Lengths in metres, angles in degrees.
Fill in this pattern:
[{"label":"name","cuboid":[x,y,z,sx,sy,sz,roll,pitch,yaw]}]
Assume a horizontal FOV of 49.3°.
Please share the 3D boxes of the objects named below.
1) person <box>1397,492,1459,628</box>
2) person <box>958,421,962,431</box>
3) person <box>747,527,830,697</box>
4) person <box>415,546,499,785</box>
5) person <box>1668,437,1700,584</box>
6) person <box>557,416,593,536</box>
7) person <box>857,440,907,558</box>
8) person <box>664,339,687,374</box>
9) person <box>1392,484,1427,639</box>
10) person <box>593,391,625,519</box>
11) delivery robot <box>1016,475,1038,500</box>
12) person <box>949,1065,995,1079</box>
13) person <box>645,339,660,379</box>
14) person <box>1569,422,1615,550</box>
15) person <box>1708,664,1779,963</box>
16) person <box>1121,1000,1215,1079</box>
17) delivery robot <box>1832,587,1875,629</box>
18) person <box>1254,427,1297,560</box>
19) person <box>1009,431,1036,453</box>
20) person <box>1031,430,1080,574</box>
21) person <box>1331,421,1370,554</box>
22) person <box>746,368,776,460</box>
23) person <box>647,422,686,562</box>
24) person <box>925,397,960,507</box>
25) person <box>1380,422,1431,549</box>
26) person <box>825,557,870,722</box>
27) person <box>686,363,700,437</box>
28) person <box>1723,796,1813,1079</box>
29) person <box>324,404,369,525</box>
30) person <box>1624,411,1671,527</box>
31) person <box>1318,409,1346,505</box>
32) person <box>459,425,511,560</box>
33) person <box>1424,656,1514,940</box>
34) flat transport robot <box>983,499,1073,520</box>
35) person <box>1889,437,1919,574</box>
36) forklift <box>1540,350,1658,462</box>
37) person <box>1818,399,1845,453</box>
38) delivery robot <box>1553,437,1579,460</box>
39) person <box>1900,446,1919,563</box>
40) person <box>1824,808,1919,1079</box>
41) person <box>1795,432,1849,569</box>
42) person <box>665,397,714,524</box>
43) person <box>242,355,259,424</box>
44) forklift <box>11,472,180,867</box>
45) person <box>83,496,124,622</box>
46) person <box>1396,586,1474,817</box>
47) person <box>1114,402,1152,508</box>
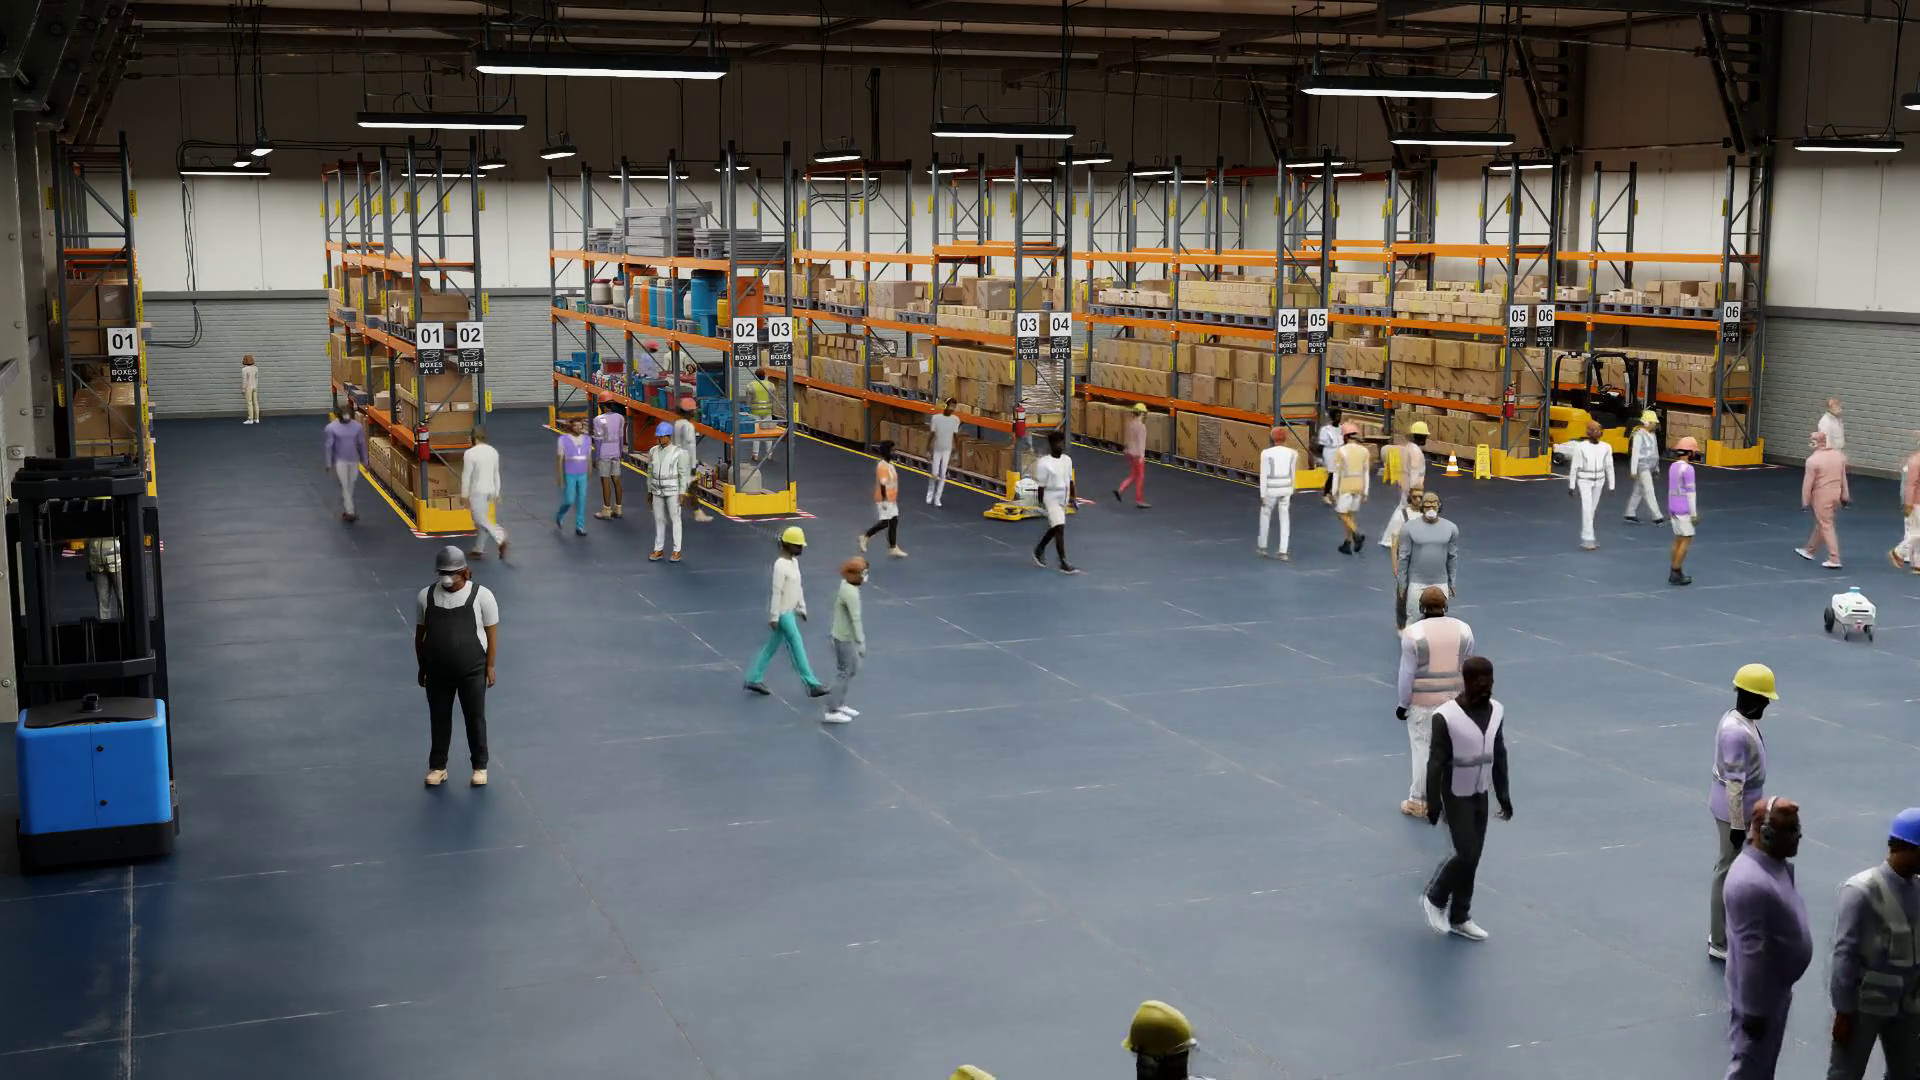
[{"label":"person","cuboid":[4.866,0.458,21.796,0.637,1.937,0.357,0,9,-1]},{"label":"person","cuboid":[0.025,-2.866,44.978,0.530,1.614,0.599,-4,9,-25]},{"label":"person","cuboid":[-1.715,0.715,20.848,0.949,1.704,0.532,2,9,11]},{"label":"person","cuboid":[-4.229,1.068,17.526,0.689,2.000,0.537,0,9,1]},{"label":"person","cuboid":[9.497,-0.394,27.492,0.411,1.927,0.581,-1,9,-3]},{"label":"person","cuboid":[-5.881,-0.991,31.864,0.565,1.825,0.529,-7,11,-38]},{"label":"person","cuboid":[-1.091,-0.586,29.583,0.627,1.682,0.543,2,9,15]},{"label":"person","cuboid":[-6.941,-3.934,50.942,0.631,1.980,0.409,-7,11,-39]},{"label":"person","cuboid":[5.111,0.271,23.496,0.528,1.796,0.934,-1,9,-5]},{"label":"person","cuboid":[-5.663,-1.369,33.627,0.375,2.044,0.607,6,11,36]},{"label":"delivery robot","cuboid":[1.132,-0.847,34.914,0.477,0.478,0.707,-1,8,-5]},{"label":"person","cuboid":[0.098,2.716,7.444,0.524,1.733,0.864,-3,9,-19]},{"label":"person","cuboid":[-7.731,-4.034,51.910,0.770,1.890,0.575,-4,9,-22]},{"label":"person","cuboid":[9.185,-0.769,30.254,0.611,1.848,0.896,-1,9,-8]},{"label":"person","cuboid":[4.992,1.730,13.385,0.382,1.917,0.585,4,9,22]},{"label":"person","cuboid":[0.887,2.640,7.771,0.620,1.790,0.765,-8,11,-42]},{"label":"delivery robot","cuboid":[10.262,0.783,24.048,0.477,0.478,0.707,2,9,11]},{"label":"person","cuboid":[4.429,-0.678,29.633,0.574,1.851,0.864,-2,9,-16]},{"label":"person","cuboid":[1.271,-2.663,43.365,0.492,1.703,0.876,-4,9,-24]},{"label":"person","cuboid":[1.269,-0.546,28.504,0.937,1.937,0.601,8,12,42]},{"label":"person","cuboid":[5.589,-0.730,29.804,0.559,1.908,0.689,-3,9,-18]},{"label":"person","cuboid":[-4.001,-2.526,42.015,0.626,1.844,0.429,-3,9,-18]},{"label":"person","cuboid":[-4.114,-0.676,29.320,0.604,1.949,0.389,3,9,22]},{"label":"person","cuboid":[-0.288,-1.481,35.053,0.587,1.836,0.373,-2,9,-15]},{"label":"person","cuboid":[6.578,-0.781,30.267,0.993,1.878,0.588,0,9,-2]},{"label":"person","cuboid":[-1.069,0.937,19.717,0.462,1.591,0.533,-2,9,-10]},{"label":"person","cuboid":[-5.987,-3.129,46.703,0.514,1.641,0.309,1,9,7]},{"label":"person","cuboid":[3.977,2.195,10.327,0.408,1.908,0.645,5,10,32]},{"label":"person","cuboid":[-9.651,-1.205,33.050,0.651,1.882,1.003,-6,10,-33]},{"label":"person","cuboid":[10.827,-1.123,32.838,0.849,1.788,0.616,7,11,37]},{"label":"person","cuboid":[6.272,-1.370,34.919,0.551,1.644,0.861,-4,9,-26]},{"label":"person","cuboid":[-6.633,-0.655,29.320,0.805,1.911,0.635,4,9,24]},{"label":"person","cuboid":[3.335,1.683,13.755,0.584,1.898,0.451,-7,11,-37]},{"label":"flat transport robot","cuboid":[1.123,-0.511,33.928,1.431,0.197,0.652,-8,11,-41]},{"label":"person","cuboid":[12.940,-0.515,28.177,0.614,1.972,0.508,-7,11,-39]},{"label":"forklift","cuboid":[12.897,-2.725,42.309,2.313,2.155,1.214,-3,9,-21]},{"label":"person","cuboid":[14.217,-1.371,34.251,0.462,1.874,0.706,7,11,40]},{"label":"delivery robot","cuboid":[11.996,-1.767,41.028,0.707,0.478,0.477,4,10,24]},{"label":"person","cuboid":[13.336,-0.491,29.114,0.511,1.641,0.308,3,9,19]},{"label":"person","cuboid":[4.456,2.226,10.100,0.668,1.913,0.446,-4,9,-24]},{"label":"person","cuboid":[11.861,-0.563,28.916,0.708,1.840,0.973,-4,10,-26]},{"label":"person","cuboid":[-4.381,-1.244,32.943,0.959,2.011,0.615,-4,9,-24]},{"label":"person","cuboid":[-16.847,-3.574,49.676,0.280,1.636,0.500,3,9,21]},{"label":"forklift","cuboid":[-6.630,0.886,15.957,1.129,2.768,1.873,-3,9,-21]},{"label":"person","cuboid":[-9.435,0.293,23.243,0.600,1.829,0.404,1,9,4]},{"label":"person","cuboid":[3.759,1.278,16.672,0.619,1.839,0.430,-2,9,-14]},{"label":"person","cuboid":[2.905,-1.416,34.887,0.538,1.746,0.574,-3,9,-21]}]
